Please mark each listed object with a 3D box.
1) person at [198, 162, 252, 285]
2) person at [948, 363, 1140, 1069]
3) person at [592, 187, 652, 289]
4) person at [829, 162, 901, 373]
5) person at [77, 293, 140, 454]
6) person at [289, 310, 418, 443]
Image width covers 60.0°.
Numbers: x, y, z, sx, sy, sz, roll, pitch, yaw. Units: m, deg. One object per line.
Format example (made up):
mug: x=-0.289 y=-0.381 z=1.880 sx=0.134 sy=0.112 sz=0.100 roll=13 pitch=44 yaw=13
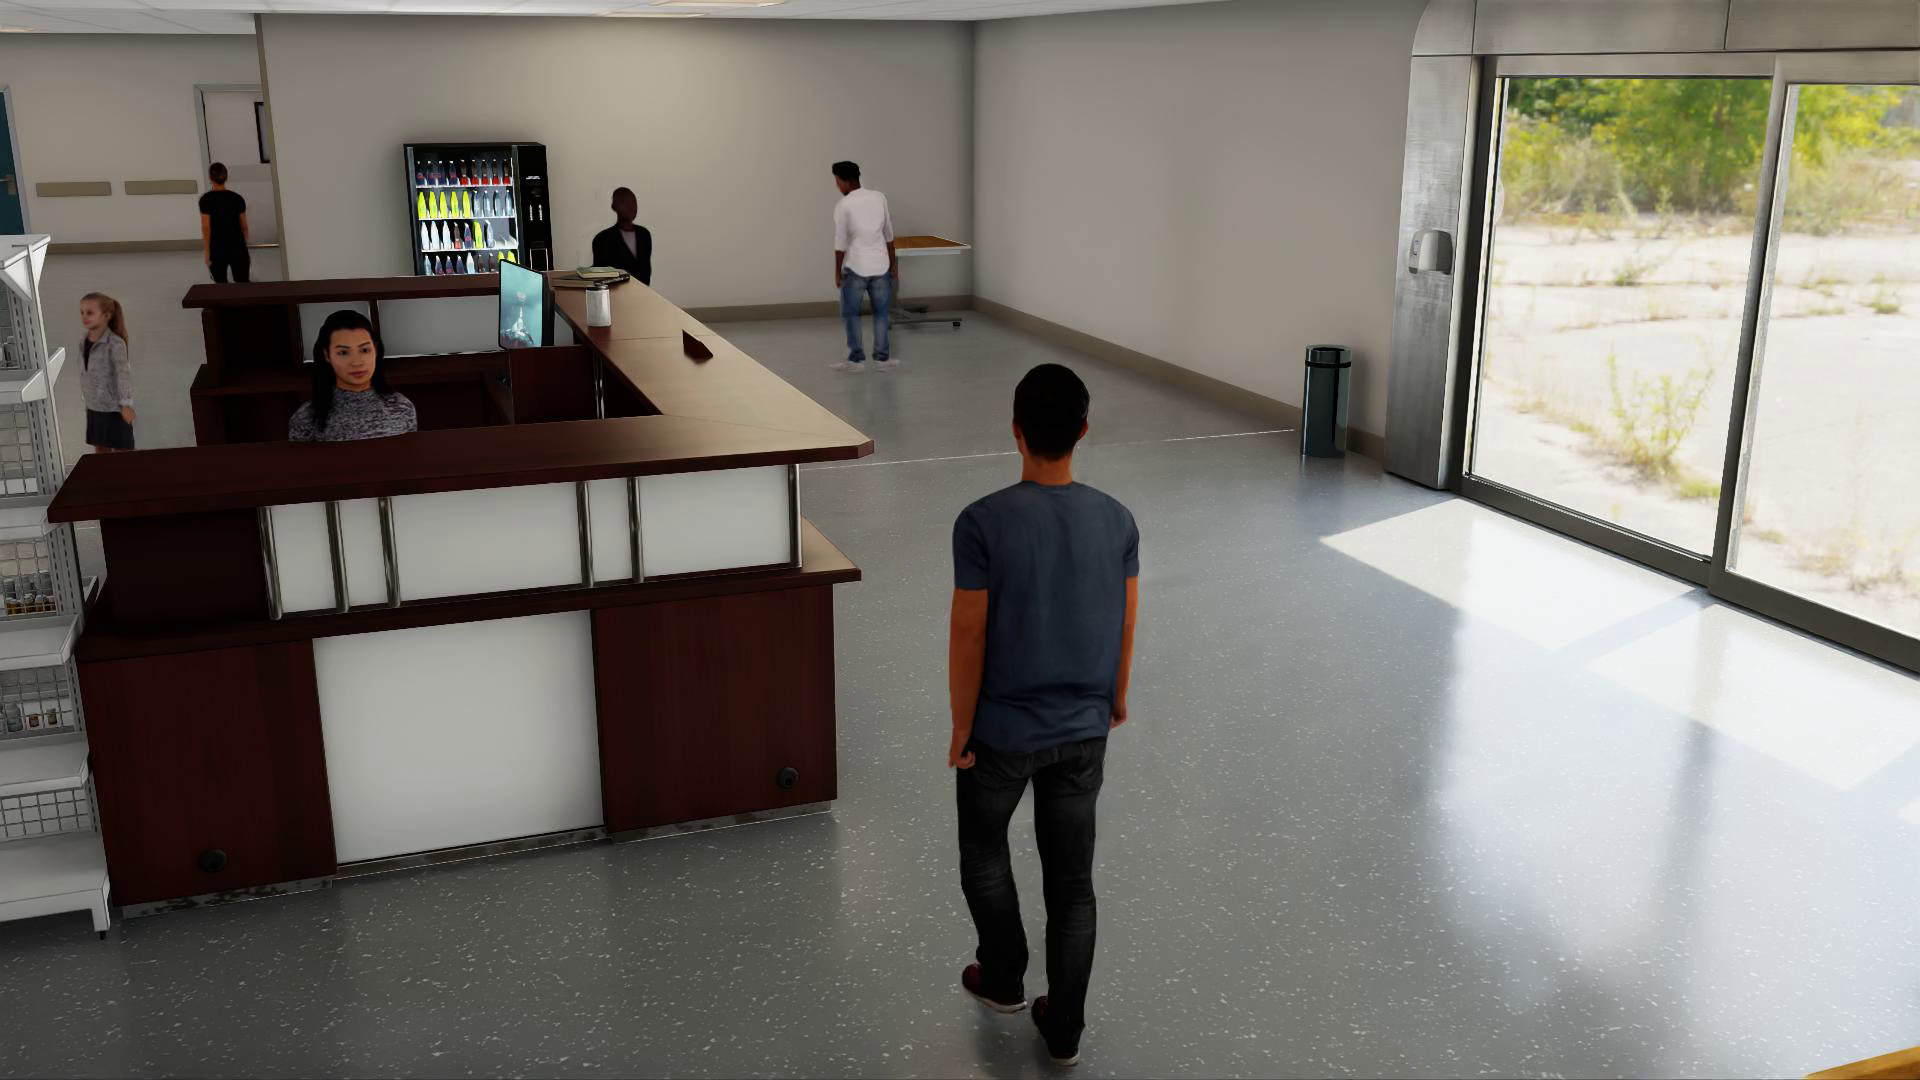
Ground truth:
person: x=-6.895 y=-2.703 z=15.737 sx=1.113 sy=1.628 sz=0.858 roll=-11 pitch=19 yaw=-34
person: x=0.225 y=0.485 z=4.122 sx=0.659 sy=1.795 sz=0.754 roll=-4 pitch=16 yaw=-15
person: x=-2.344 y=-1.529 z=11.444 sx=1.152 sy=1.699 sz=1.001 roll=-14 pitch=21 yaw=-41
person: x=-0.748 y=-2.307 z=14.085 sx=0.500 sy=1.763 sz=0.884 roll=-2 pitch=16 yaw=-6
person: x=-4.894 y=-0.801 z=9.646 sx=0.733 sy=1.266 sz=0.790 roll=7 pitch=17 yaw=23
person: x=-2.016 y=0.075 z=5.694 sx=0.569 sy=1.731 sz=0.741 roll=-12 pitch=20 yaw=-37
